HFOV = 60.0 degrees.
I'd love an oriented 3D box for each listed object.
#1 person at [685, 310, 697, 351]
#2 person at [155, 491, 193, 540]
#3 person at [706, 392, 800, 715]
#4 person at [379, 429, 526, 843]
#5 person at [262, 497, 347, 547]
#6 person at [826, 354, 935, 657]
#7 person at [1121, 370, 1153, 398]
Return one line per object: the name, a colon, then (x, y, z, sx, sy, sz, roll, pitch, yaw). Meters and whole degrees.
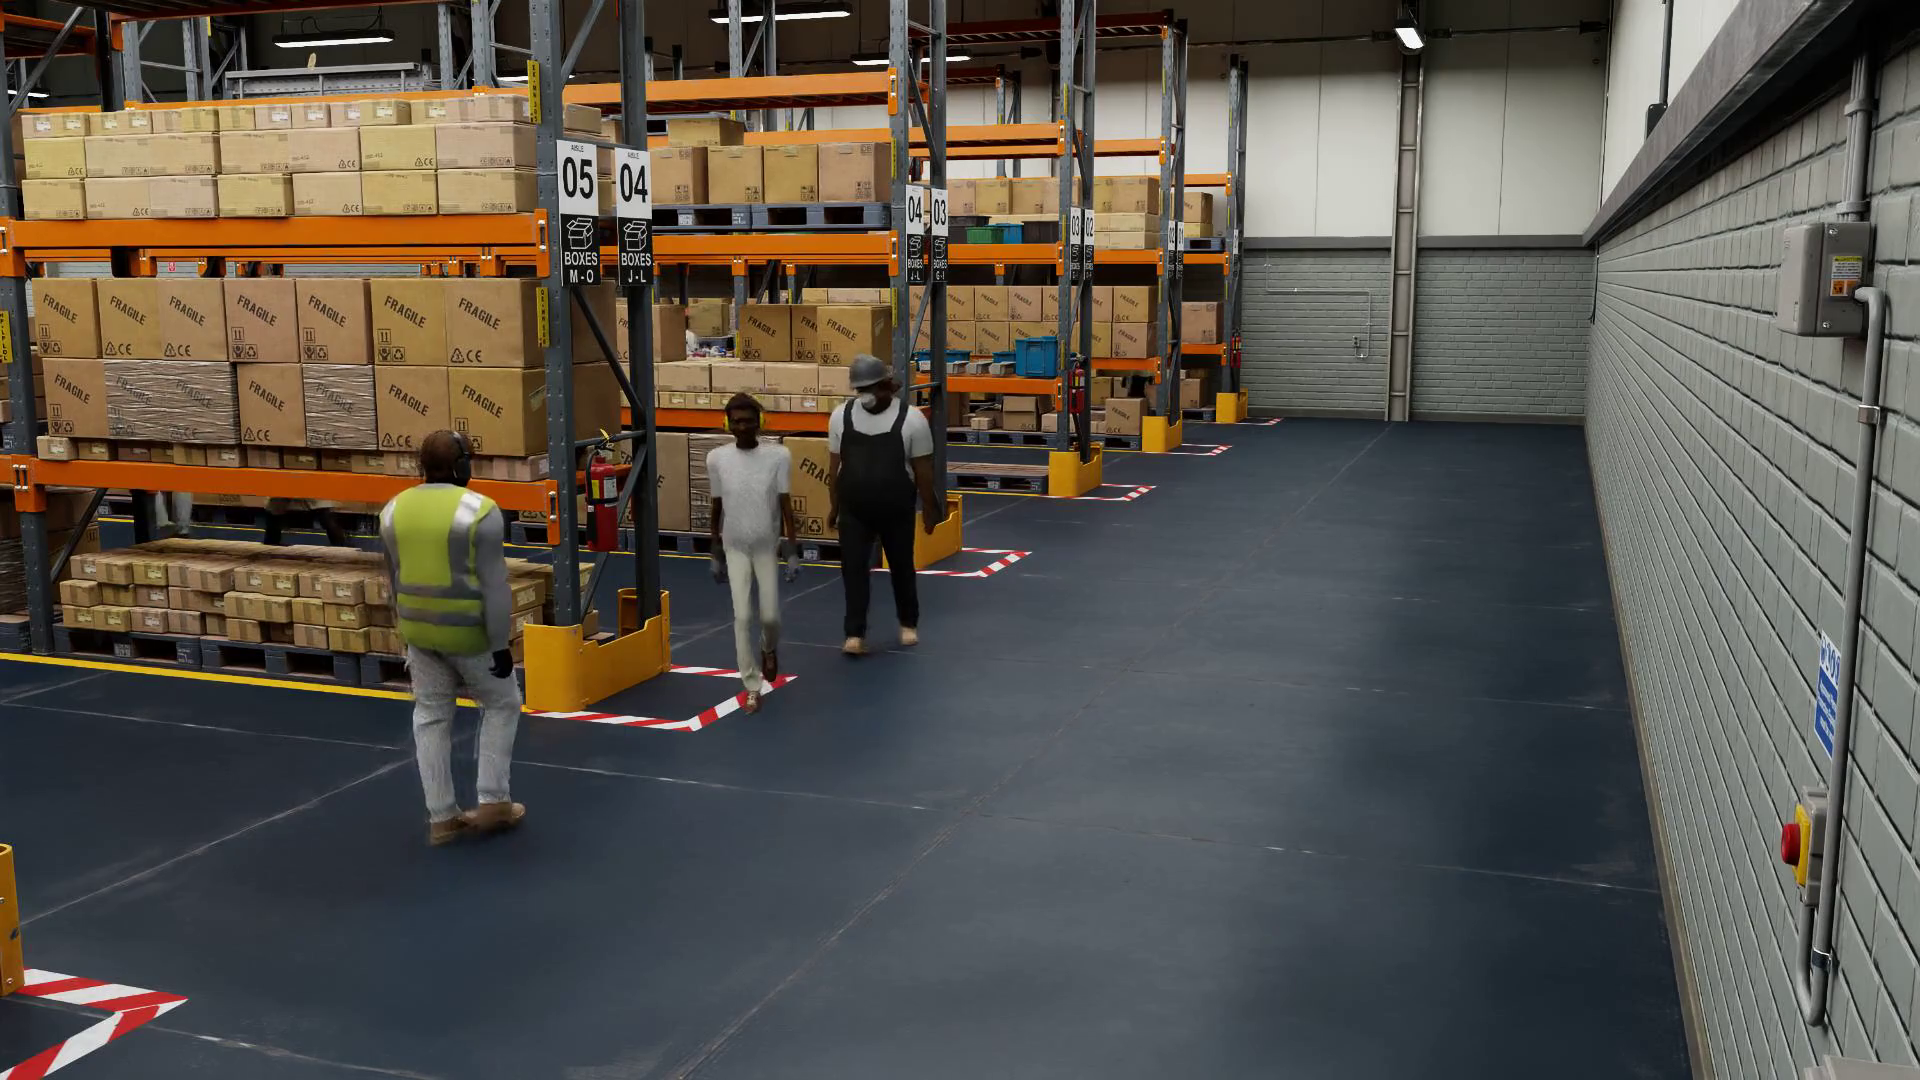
person: (-4.021, -2.428, 24.542, 0.712, 2.022, 0.624, 3, 10, 19)
person: (-7.364, -0.912, 15.400, 0.492, 1.912, 0.649, 6, 11, 34)
person: (-1.192, 0.048, 9.635, 0.531, 1.842, 0.628, -1, 9, -5)
person: (-2.206, 0.414, 7.400, 0.661, 1.824, 0.594, 3, 10, 19)
person: (-5.294, -0.561, 13.269, 1.042, 1.908, 0.597, 3, 10, 19)
person: (-0.545, -0.259, 10.936, 0.747, 2.000, 0.940, 1, 9, 8)
person: (2.612, -2.515, 25.215, 0.704, 1.970, 0.654, 6, 11, 31)
